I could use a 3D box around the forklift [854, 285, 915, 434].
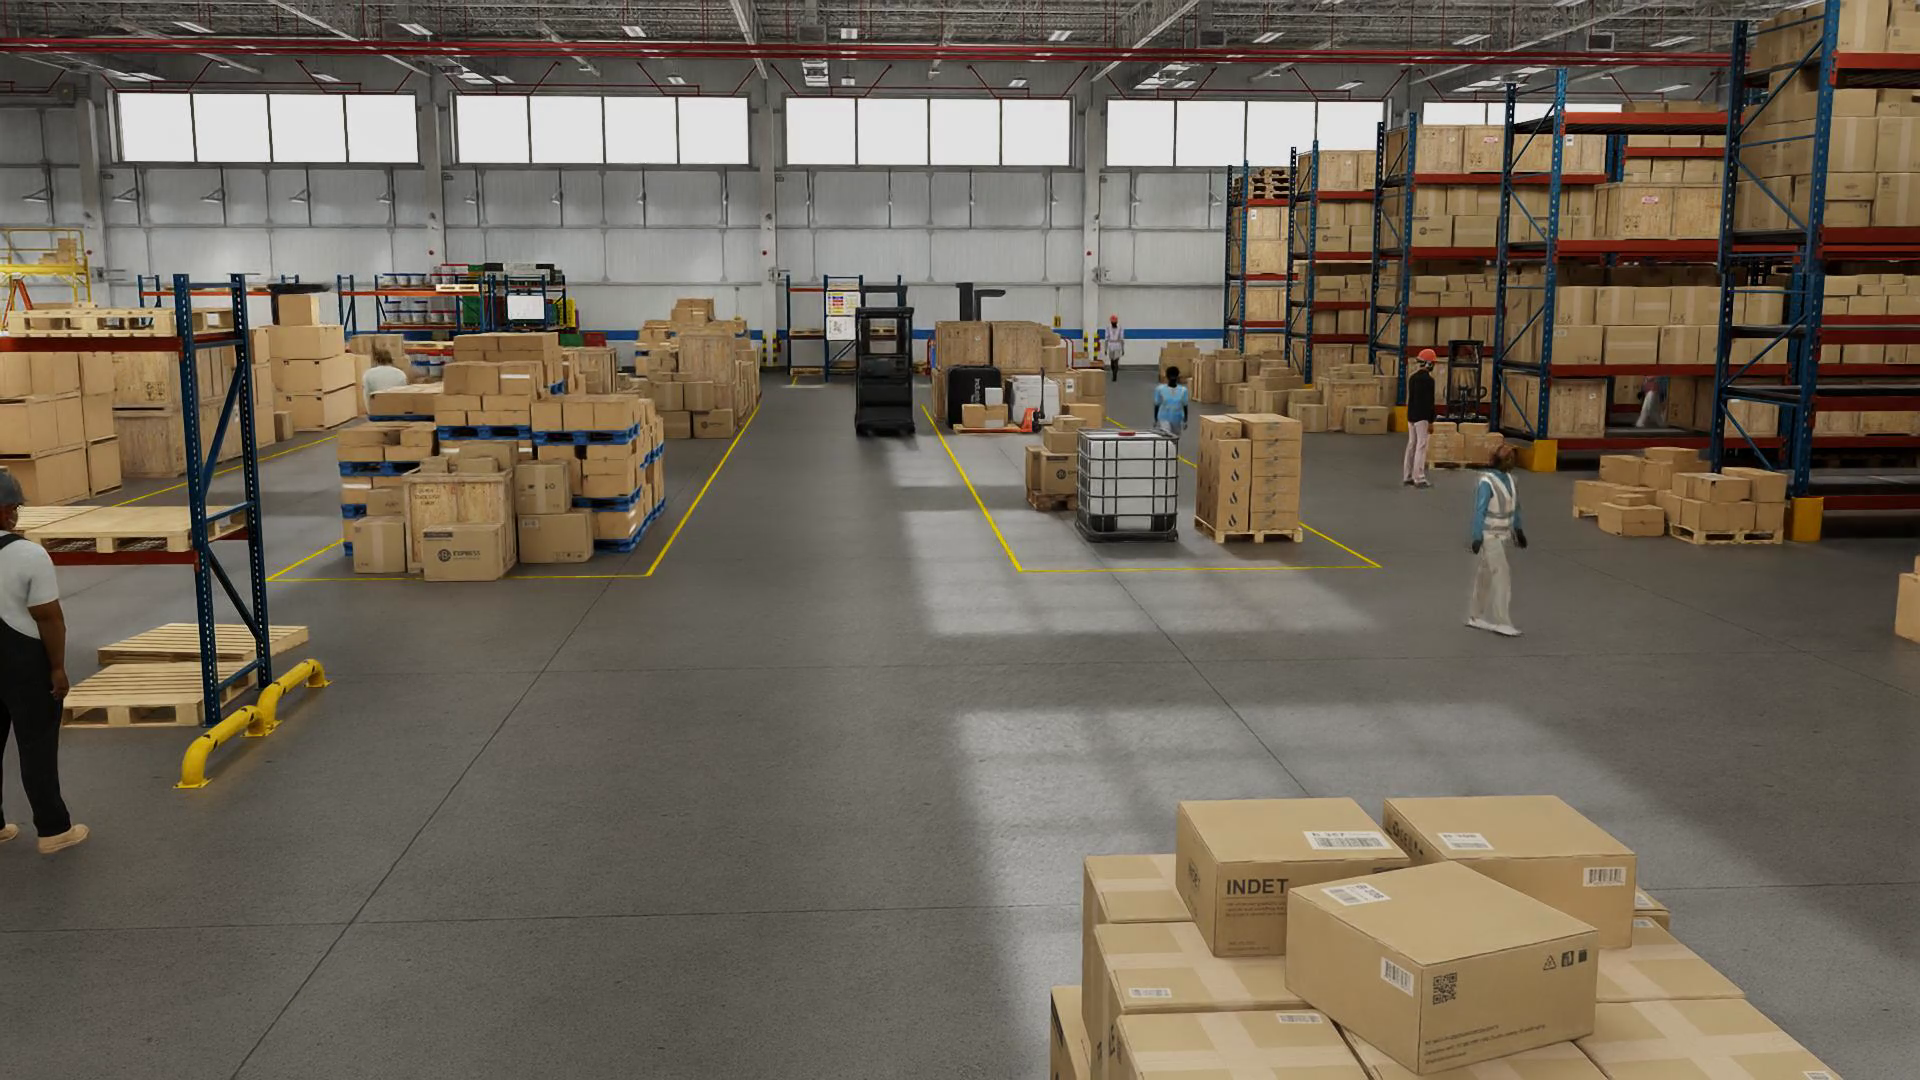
[{"bbox_3d":[-1.480,-3.512,32.083,1.129,2.768,1.873,-1,9,-5],"label":"forklift"}]

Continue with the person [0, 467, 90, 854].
[{"bbox_3d":[-4.969,0.627,8.721,0.683,2.000,0.537,1,9,4],"label":"person"}]

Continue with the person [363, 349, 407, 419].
[{"bbox_3d":[-8.752,-1.951,25.356,0.629,1.901,0.879,-4,10,-24],"label":"person"}]

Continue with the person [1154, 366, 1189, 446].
[{"bbox_3d":[3.217,-1.860,25.542,0.540,1.664,0.838,-1,9,-8],"label":"person"}]

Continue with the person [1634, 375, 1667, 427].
[{"bbox_3d":[12.607,-2.727,30.535,0.937,1.794,0.645,0,9,2],"label":"person"}]

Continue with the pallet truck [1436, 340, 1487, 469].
[{"bbox_3d":[8.004,-2.170,26.422,0.823,1.965,1.885,2,9,14],"label":"pallet truck"}]

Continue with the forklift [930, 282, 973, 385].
[{"bbox_3d":[0.141,-5.571,45.009,1.873,2.768,1.129,-1,9,-4],"label":"forklift"}]

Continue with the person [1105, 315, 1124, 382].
[{"bbox_3d":[4.434,-5.499,47.670,0.546,1.901,0.906,2,9,15],"label":"person"}]

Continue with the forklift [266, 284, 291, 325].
[{"bbox_3d":[-15.592,-4.504,38.313,1.873,2.768,1.129,-2,9,-11],"label":"forklift"}]

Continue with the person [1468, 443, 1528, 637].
[{"bbox_3d":[4.589,-0.003,13.996,0.677,1.614,0.532,8,12,40],"label":"person"}]

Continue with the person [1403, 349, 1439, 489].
[{"bbox_3d":[6.581,-1.721,23.660,0.415,1.985,0.611,-2,9,-13],"label":"person"}]
